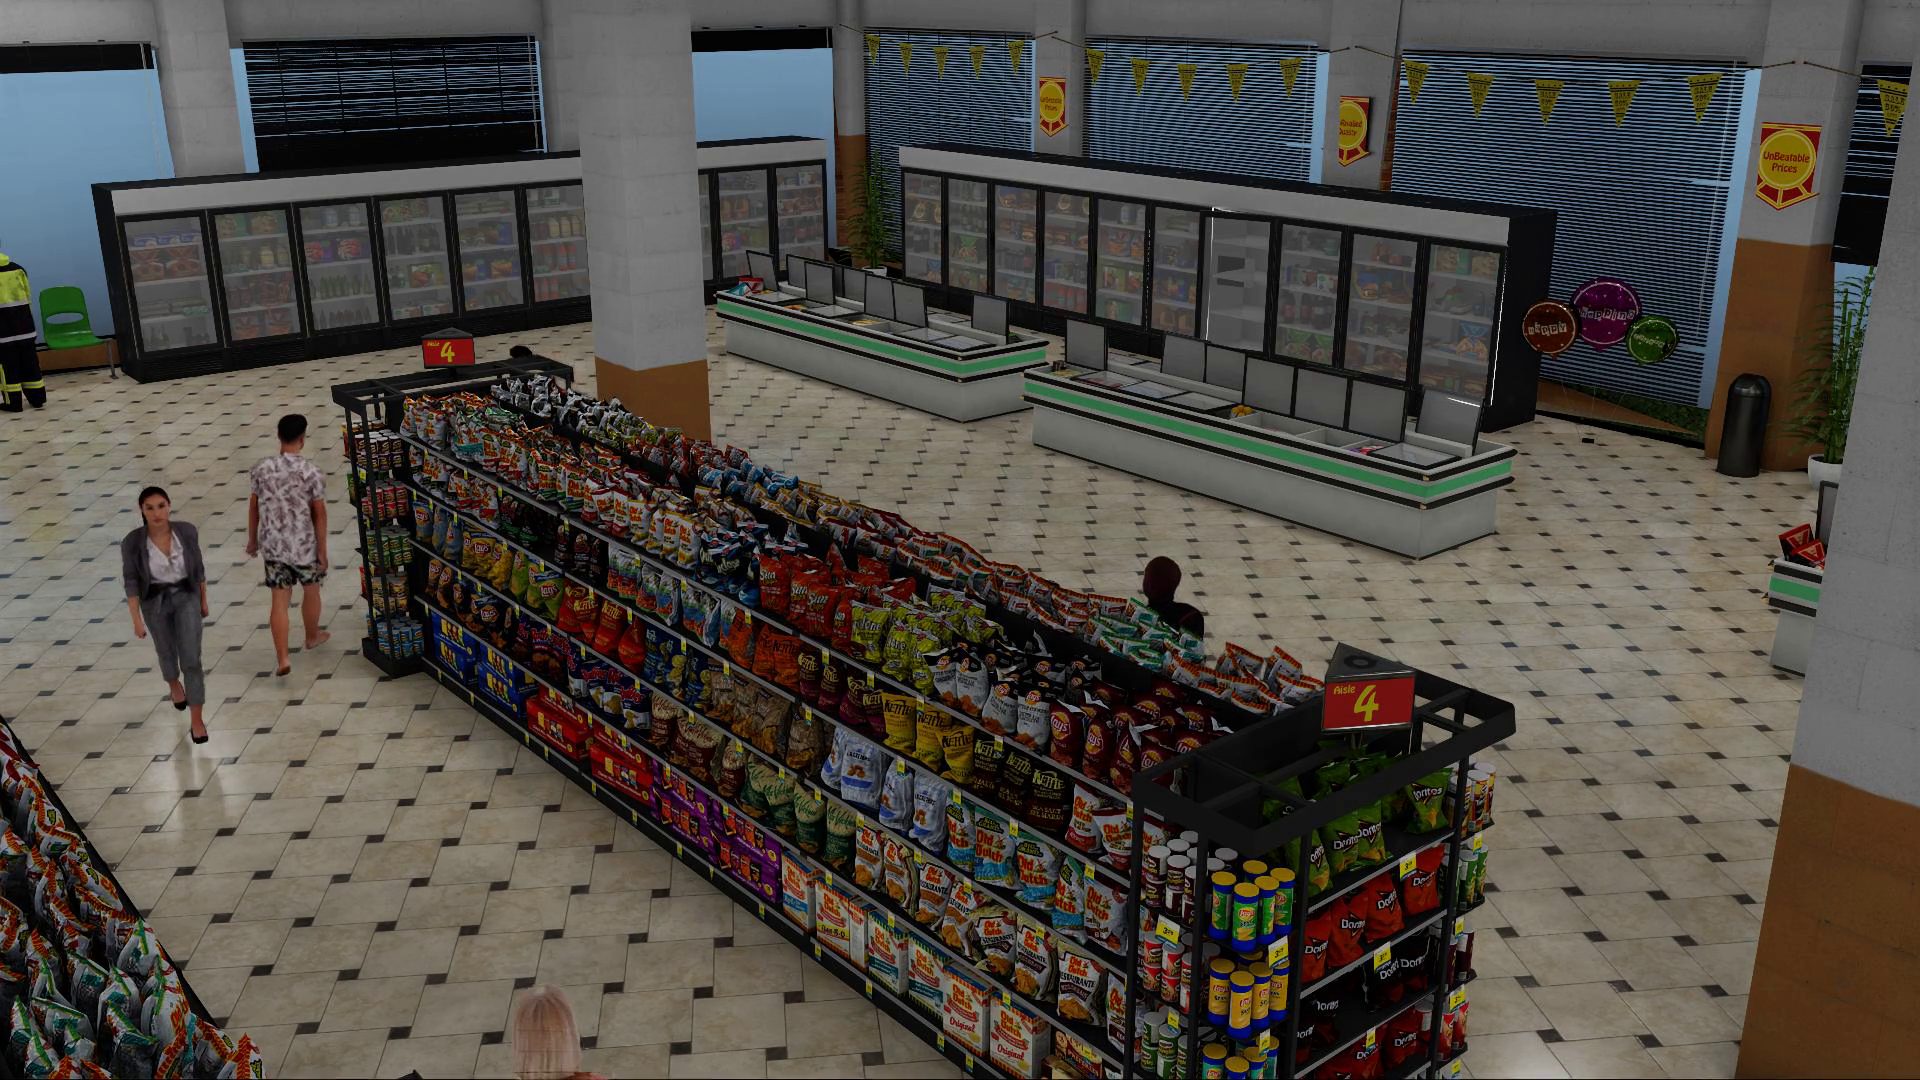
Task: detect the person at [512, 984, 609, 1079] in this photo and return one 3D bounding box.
[{"bbox_3d":[-1.240,2.230,5.201,0.794,1.704,0.963,-7,20,-19],"label":"person"}]

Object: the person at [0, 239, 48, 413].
[{"bbox_3d":[-10.656,-2.435,18.606,0.757,1.978,0.836,12,22,32],"label":"person"}]

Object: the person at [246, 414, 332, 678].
[{"bbox_3d":[-4.643,0.063,11.501,1.178,1.785,1.299,-3,19,-8],"label":"person"}]

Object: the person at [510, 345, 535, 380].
[{"bbox_3d":[-4.265,-1.323,16.510,0.911,1.211,0.661,12,22,31],"label":"person"}]

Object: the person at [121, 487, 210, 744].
[{"bbox_3d":[-5.045,0.444,10.623,0.760,1.622,1.162,-11,21,-29],"label":"person"}]

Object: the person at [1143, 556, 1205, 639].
[{"bbox_3d":[1.128,0.988,8.760,0.727,1.783,1.231,-14,23,-36],"label":"person"}]
